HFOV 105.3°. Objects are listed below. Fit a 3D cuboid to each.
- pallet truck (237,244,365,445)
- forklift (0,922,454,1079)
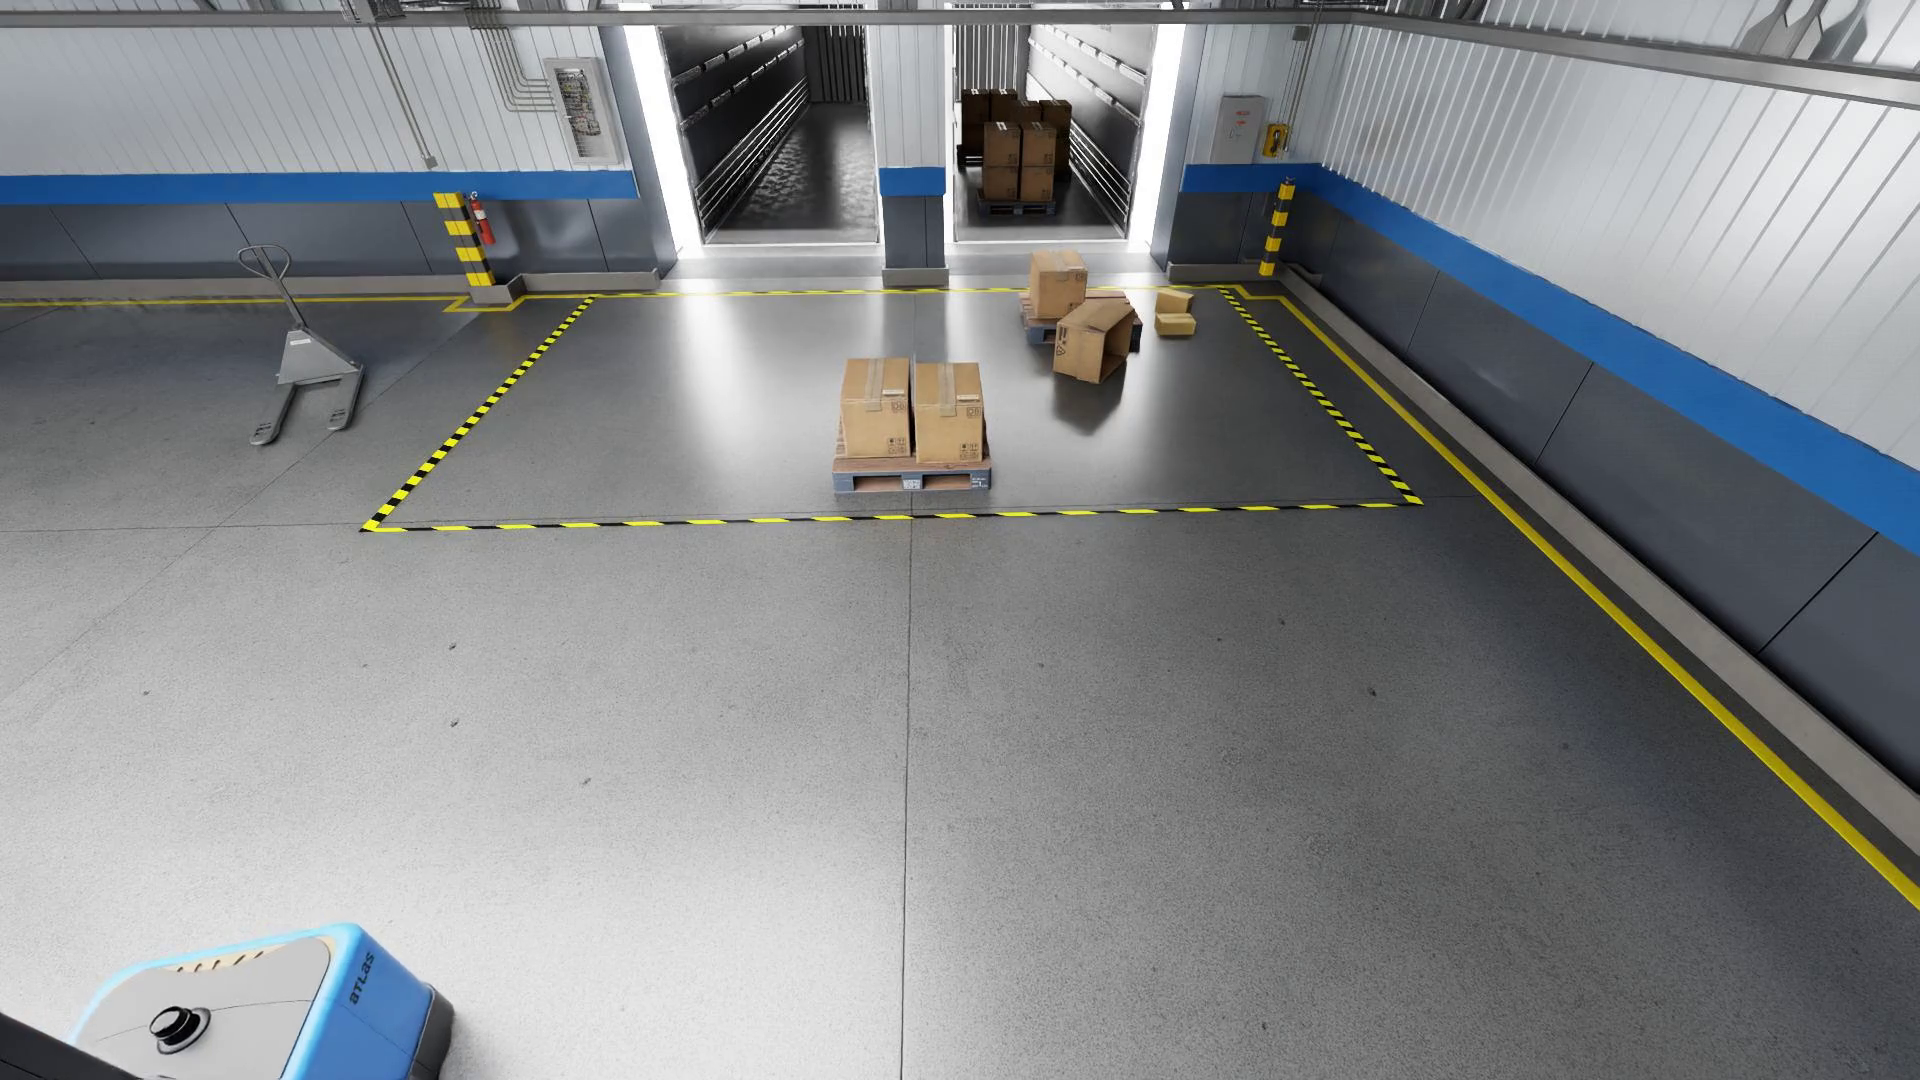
[{"bbox_3d":[-5.915,-1.733,6.366,0.680,1.201,1.601,-18,42,-21],"label":"pallet truck"},{"bbox_3d":[-2.202,1.345,1.842,0.716,2.013,0.776,-8,39,-9],"label":"forklift"}]
